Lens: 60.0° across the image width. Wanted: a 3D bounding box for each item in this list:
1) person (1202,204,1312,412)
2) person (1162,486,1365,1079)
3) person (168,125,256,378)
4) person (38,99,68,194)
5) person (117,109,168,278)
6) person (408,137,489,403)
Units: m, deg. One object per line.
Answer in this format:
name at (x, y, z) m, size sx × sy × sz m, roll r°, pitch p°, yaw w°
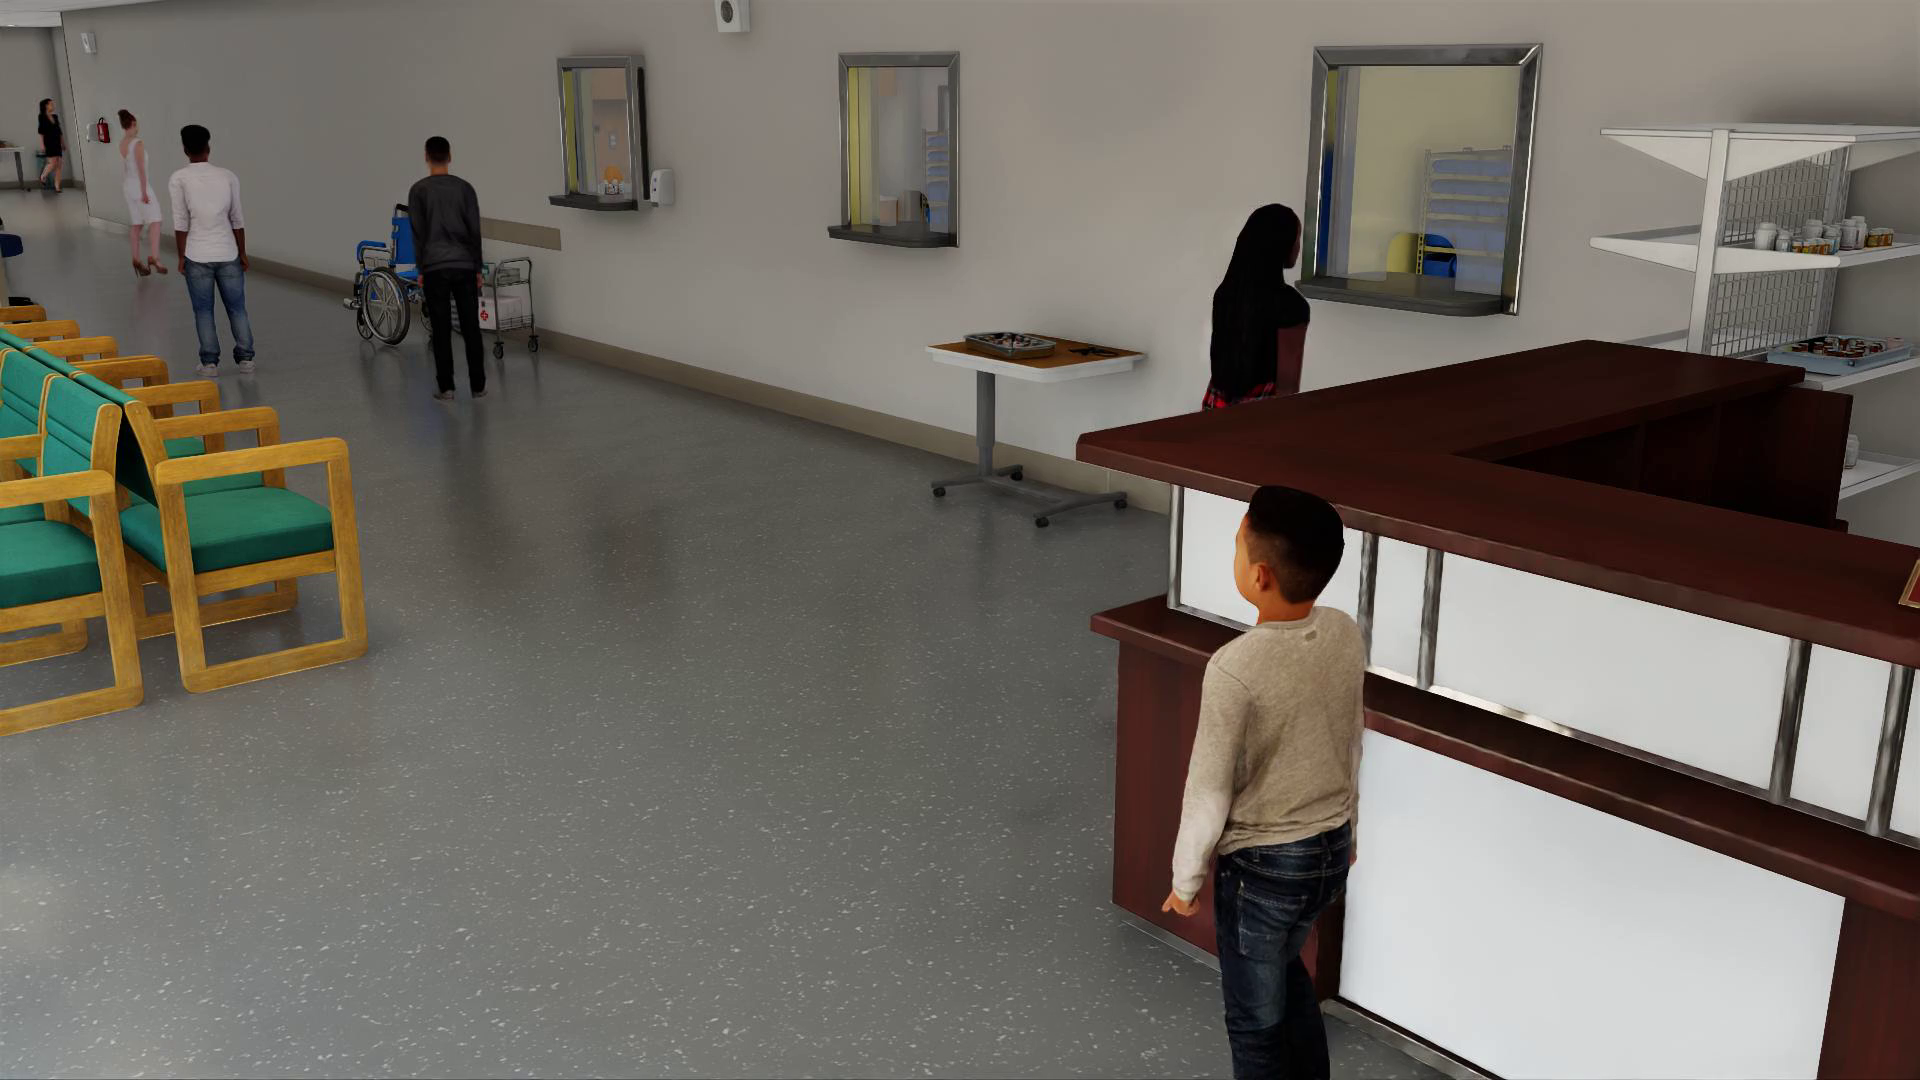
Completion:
person at (1.008, -0.341, 6.106) m, size 0.687 × 1.697 × 0.957 m, roll 13°, pitch 21°, yaw 39°
person at (0.649, 0.627, 3.122) m, size 0.494 × 1.453 × 0.627 m, roll -11°, pitch 19°, yaw -35°
person at (-5.512, -2.126, 12.228) m, size 0.532 × 1.811 × 0.723 m, roll -10°, pitch 19°, yaw -32°
person at (-16.686, -7.188, 30.422) m, size 0.879 × 1.681 × 0.830 m, roll 4°, pitch 16°, yaw 14°
person at (-8.927, -3.724, 17.972) m, size 0.670 × 1.769 × 0.718 m, roll -14°, pitch 21°, yaw -41°
person at (-3.466, -1.832, 11.278) m, size 0.554 × 1.761 × 0.729 m, roll -7°, pitch 17°, yaw -24°
